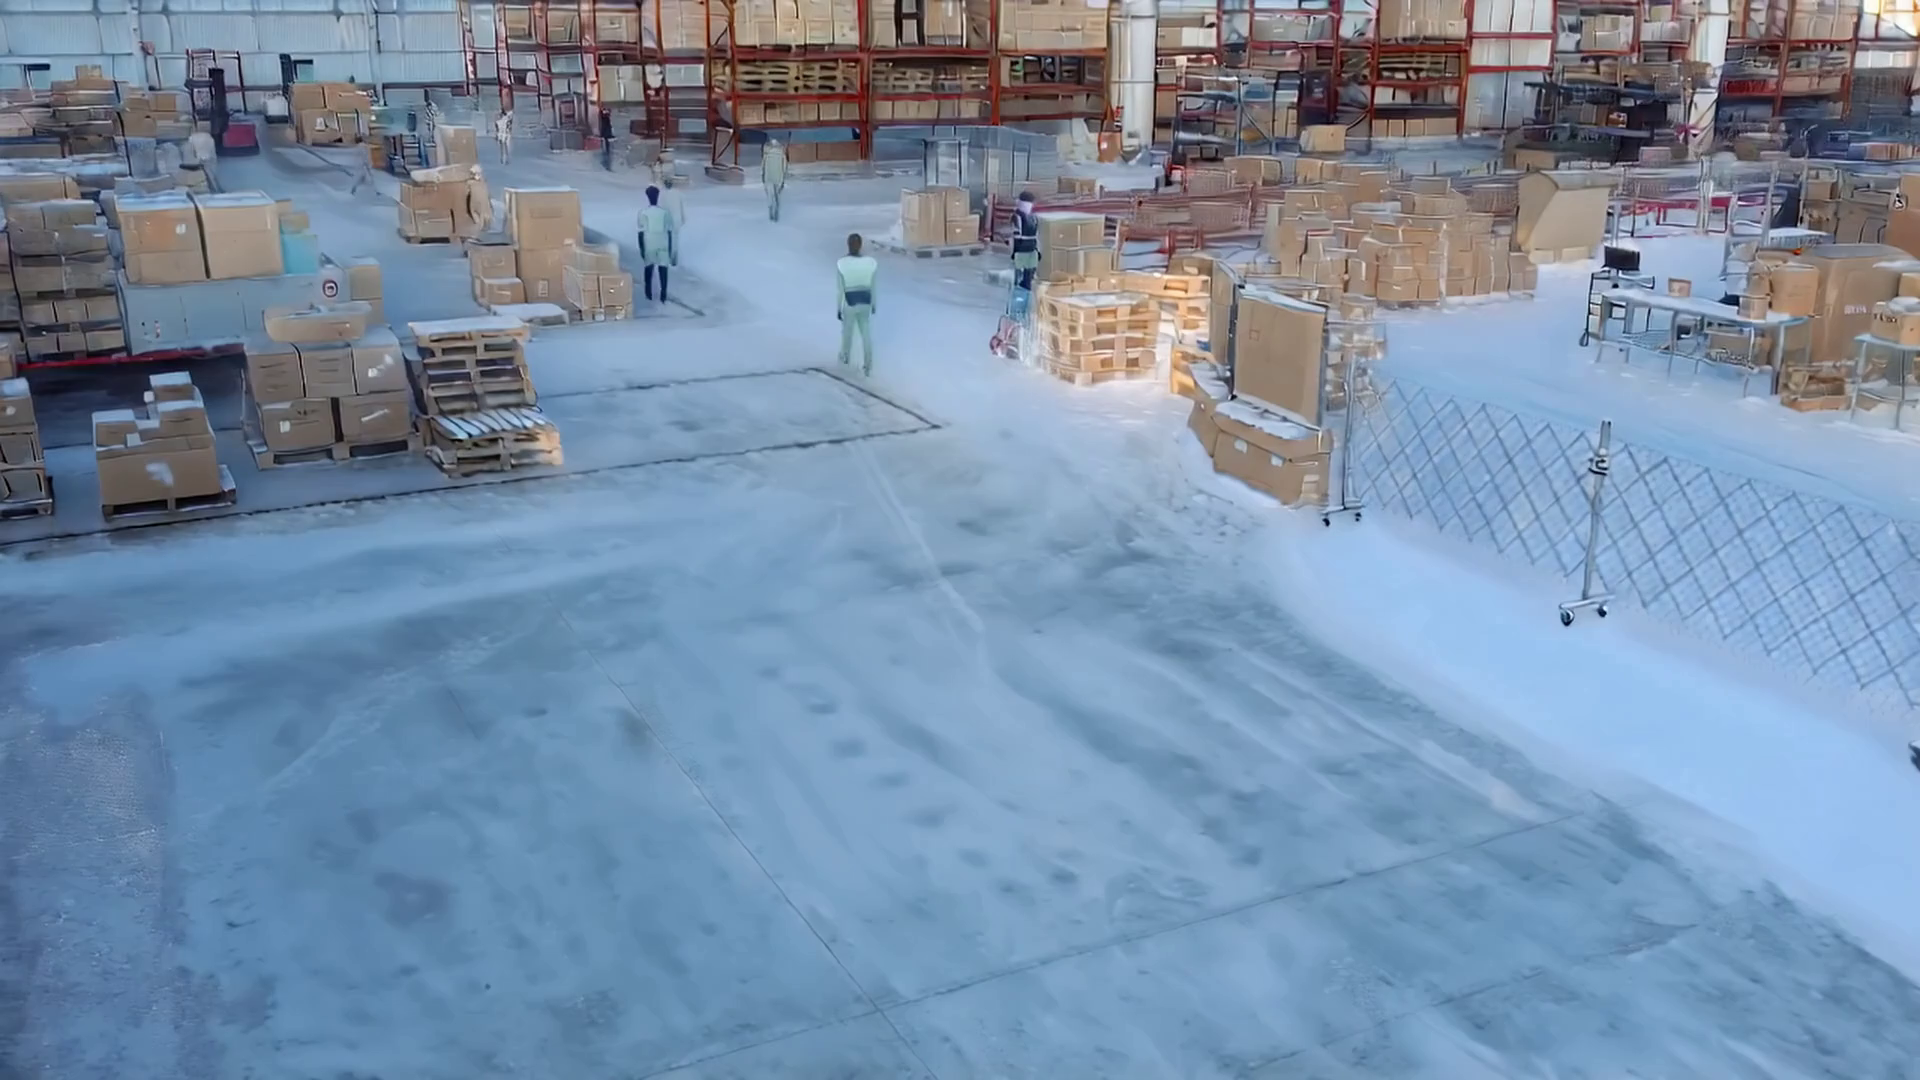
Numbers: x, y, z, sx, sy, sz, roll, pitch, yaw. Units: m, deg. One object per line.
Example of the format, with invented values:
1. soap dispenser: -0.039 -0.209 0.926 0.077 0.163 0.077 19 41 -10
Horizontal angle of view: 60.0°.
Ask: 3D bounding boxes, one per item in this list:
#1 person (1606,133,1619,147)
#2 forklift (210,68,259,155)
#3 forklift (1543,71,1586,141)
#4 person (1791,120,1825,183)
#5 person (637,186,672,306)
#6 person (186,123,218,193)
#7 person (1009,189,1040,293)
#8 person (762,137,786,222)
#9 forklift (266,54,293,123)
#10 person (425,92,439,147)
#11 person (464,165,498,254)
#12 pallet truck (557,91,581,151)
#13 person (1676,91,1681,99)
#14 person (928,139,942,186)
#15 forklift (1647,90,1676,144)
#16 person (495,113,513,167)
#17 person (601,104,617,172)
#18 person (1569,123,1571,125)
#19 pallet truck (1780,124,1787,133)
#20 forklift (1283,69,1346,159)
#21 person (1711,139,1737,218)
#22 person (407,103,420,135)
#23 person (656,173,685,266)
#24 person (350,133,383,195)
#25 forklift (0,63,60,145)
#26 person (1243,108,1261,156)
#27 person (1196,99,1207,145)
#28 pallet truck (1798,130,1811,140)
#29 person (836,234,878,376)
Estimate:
1. person: 19.221 -11.739 48.951 0.551 1.935 0.375 -11 21 -30
2. forklift: -24.369 -14.147 54.940 1.873 2.768 1.129 -9 20 -26
3. forklift: 18.685 -13.231 52.085 1.873 2.768 1.129 -9 20 -26
4. person: 23.880 -10.875 46.591 0.831 1.738 0.536 13 22 36
5. person: -5.076 -4.903 27.651 0.607 1.920 0.958 -6 19 -19
6. person: -19.510 -9.762 42.844 0.672 1.898 0.524 -12 22 -34
7. person: 1.071 -4.738 27.124 0.545 1.938 0.360 -9 20 -27
8. person: -4.258 -8.245 38.081 0.567 1.922 0.412 -3 18 -10
9. forklift: -28.451 -19.129 70.472 1.873 2.768 1.129 -9 20 -26
10. person: -18.573 -14.809 58.569 0.391 1.912 0.588 -12 21 -33
11. person: -9.447 -6.442 32.638 0.982 1.821 0.542 12 21 33
12. pallet truck: -13.495 -14.412 57.188 0.823 1.965 1.885 -3 18 -9
13. person: 25.989 -15.502 60.655 0.686 1.955 0.692 17 24 42
14. person: -0.600 -9.271 41.807 0.795 1.600 0.502 -14 23 -38
15. forklift: 25.325 -15.273 58.451 1.873 2.768 1.129 -9 20 -26
16. person: -14.067 -12.347 51.372 0.539 1.605 0.736 -3 18 -10
17. person: -10.518 -12.002 49.680 0.380 1.992 0.622 -7 19 -22
18. person: 21.170 -14.517 57.936 0.831 1.738 0.522 -9 20 -25
19. pallet truck: 25.206 -12.542 52.601 1.601 1.201 0.680 0 18 -2
20. forklift: 11.615 -13.871 54.079 1.129 2.768 1.873 -9 20 -27
21. person: 17.847 -8.428 38.820 0.431 1.818 0.614 -7 19 -20
22. person: -18.170 -13.651 55.308 0.319 1.693 0.533 6 19 19
23. person: -5.536 -6.132 31.807 0.538 1.720 0.891 -6 19 -19
24. person: -15.630 -9.844 43.572 0.745 1.610 0.523 -1 18 -3
25. forklift: -33.500 -15.620 59.532 1.873 2.768 1.129 -9 20 -26
26. person: 9.565 -13.417 54.752 0.505 1.585 0.851 -11 21 -30
27. person: 8.561 -14.822 59.005 0.539 1.667 0.784 1 18 2
28. pallet truck: 25.526 -11.556 49.408 1.630 1.274 0.653 -9 20 -26
29. person: -1.383 -3.178 22.383 0.615 1.861 1.025 -7 19 -20
